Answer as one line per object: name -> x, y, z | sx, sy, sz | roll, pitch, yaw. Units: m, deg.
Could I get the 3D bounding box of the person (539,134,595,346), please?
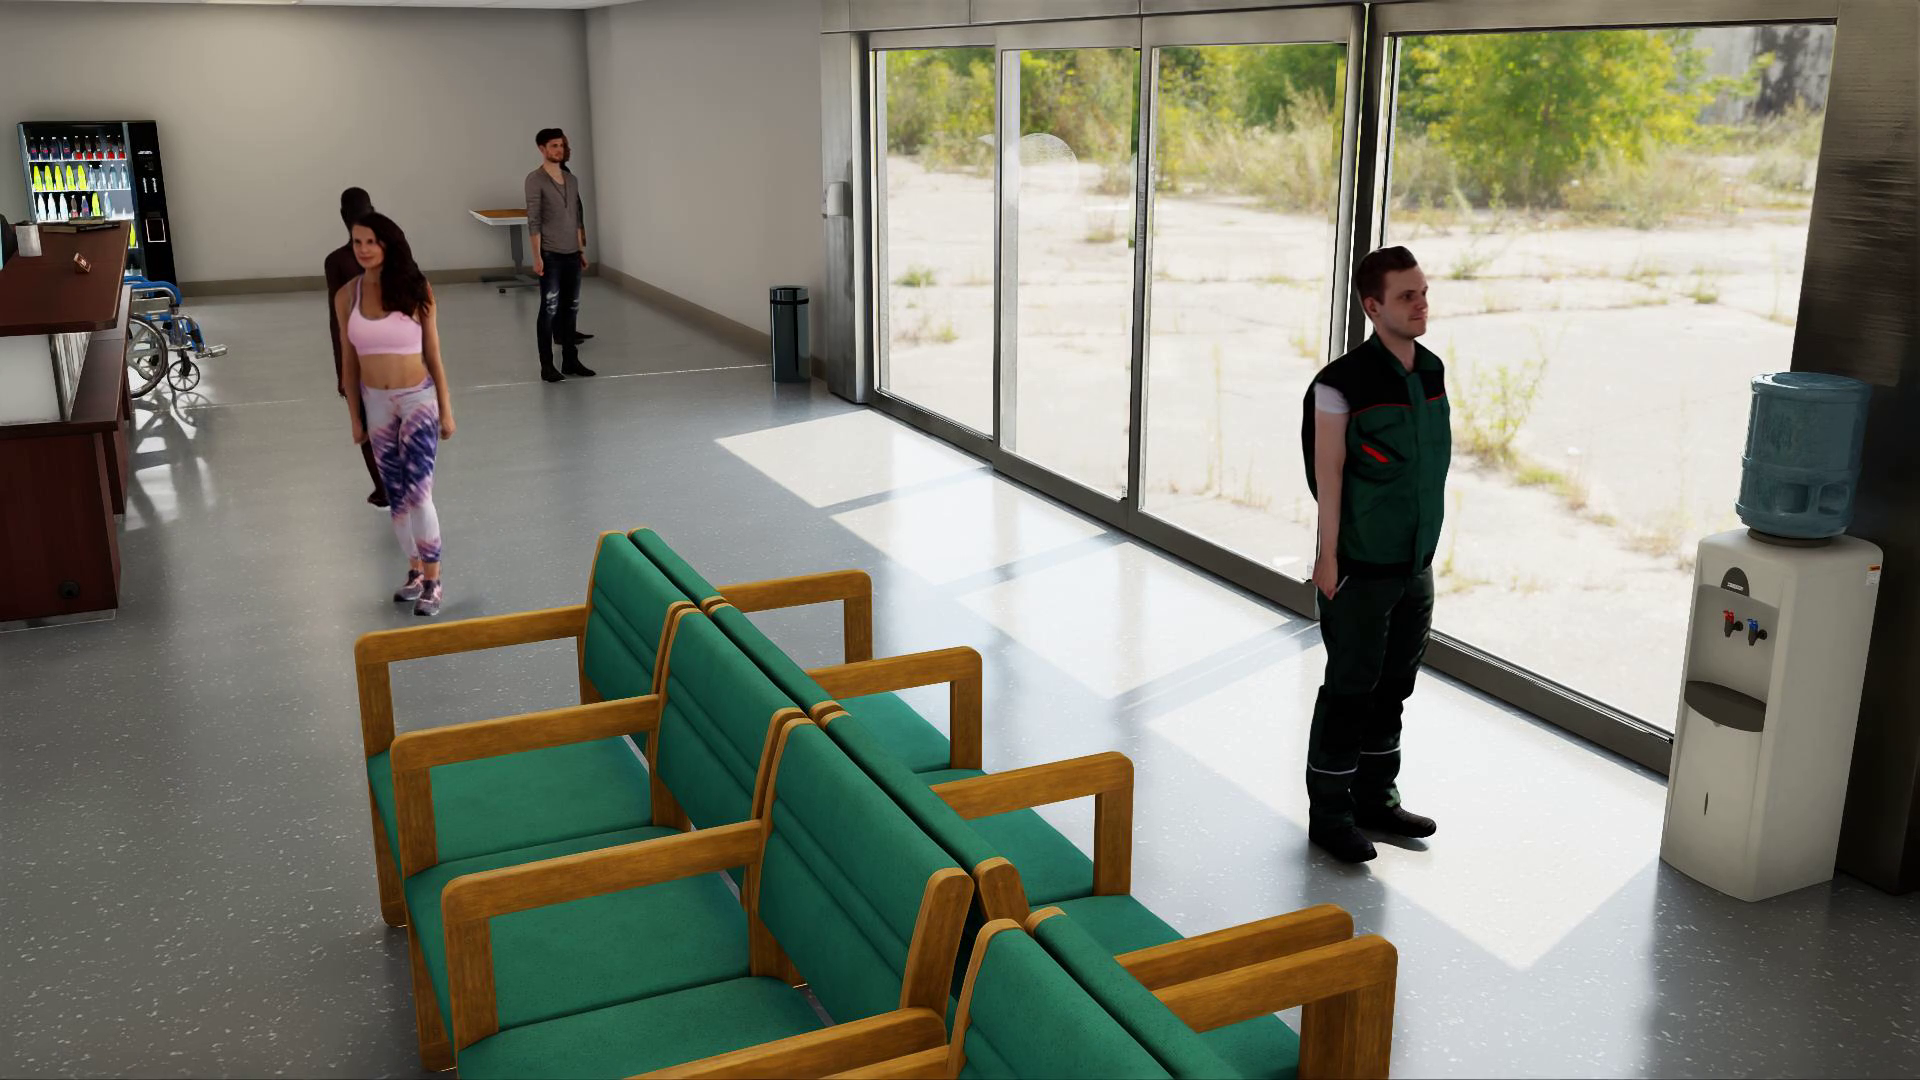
person -> -3.446, -2.607, 14.369 | 0.833, 1.808, 0.814 | 1, 16, 4

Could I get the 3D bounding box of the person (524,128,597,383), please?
person -> -3.115, -2.201, 12.827 | 0.834, 1.904, 0.723 | 10, 19, 31

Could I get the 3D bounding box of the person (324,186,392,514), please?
person -> -2.964, -0.899, 8.534 | 1.105, 1.727, 0.695 | -8, 18, -26

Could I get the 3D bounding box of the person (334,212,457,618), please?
person -> -2.408, -0.538, 7.225 | 0.839, 1.742, 0.830 | 0, 16, 0

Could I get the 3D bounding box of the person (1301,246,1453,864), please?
person -> 1.253, 0.041, 4.979 | 0.607, 1.843, 0.750 | -12, 20, -36
